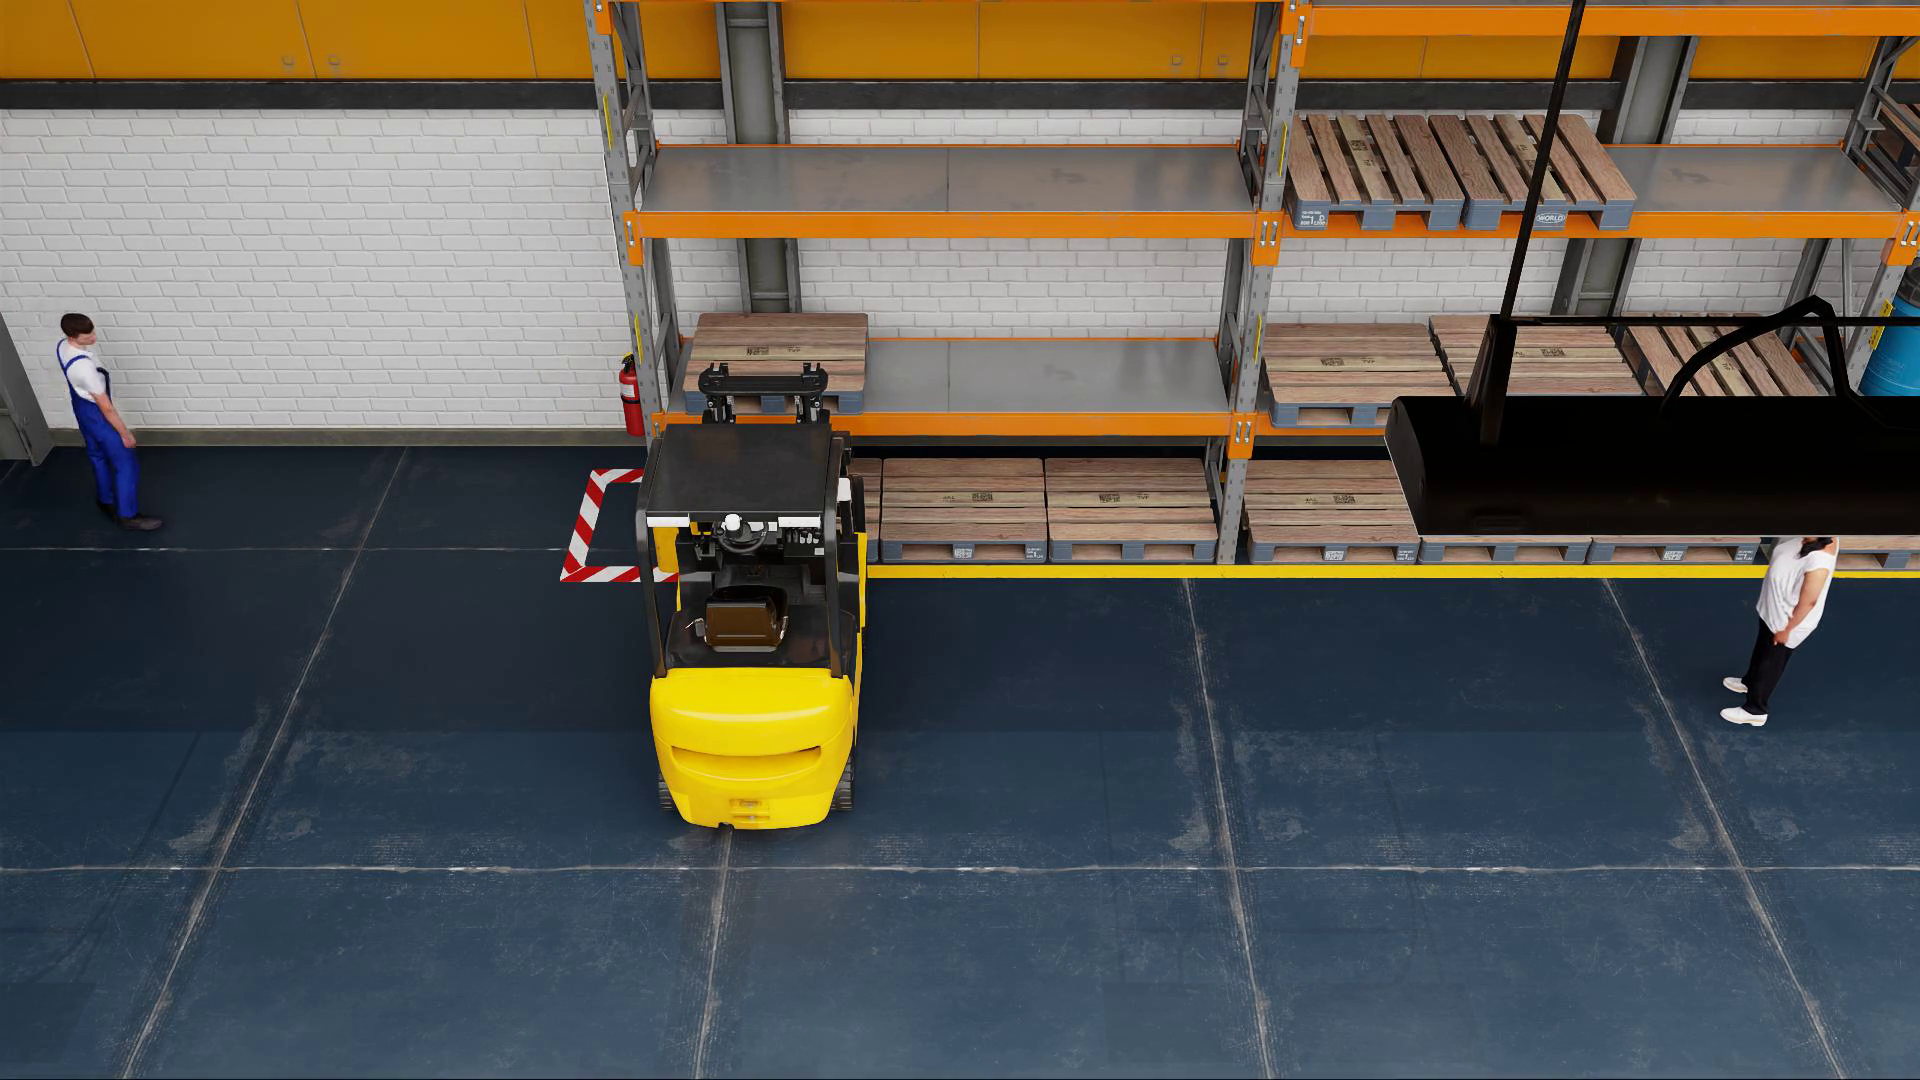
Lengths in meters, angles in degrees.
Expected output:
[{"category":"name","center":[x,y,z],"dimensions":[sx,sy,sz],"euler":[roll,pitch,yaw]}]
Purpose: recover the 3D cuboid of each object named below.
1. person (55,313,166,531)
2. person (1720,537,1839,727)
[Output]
[{"category":"person","center":[-6.185,-0.864,11.864],"dimensions":[0.823,1.817,0.933],"euler":[20,43,23]},{"category":"person","center":[5.125,0.434,10.342],"dimensions":[0.750,1.688,0.750],"euler":[16,41,19]}]
